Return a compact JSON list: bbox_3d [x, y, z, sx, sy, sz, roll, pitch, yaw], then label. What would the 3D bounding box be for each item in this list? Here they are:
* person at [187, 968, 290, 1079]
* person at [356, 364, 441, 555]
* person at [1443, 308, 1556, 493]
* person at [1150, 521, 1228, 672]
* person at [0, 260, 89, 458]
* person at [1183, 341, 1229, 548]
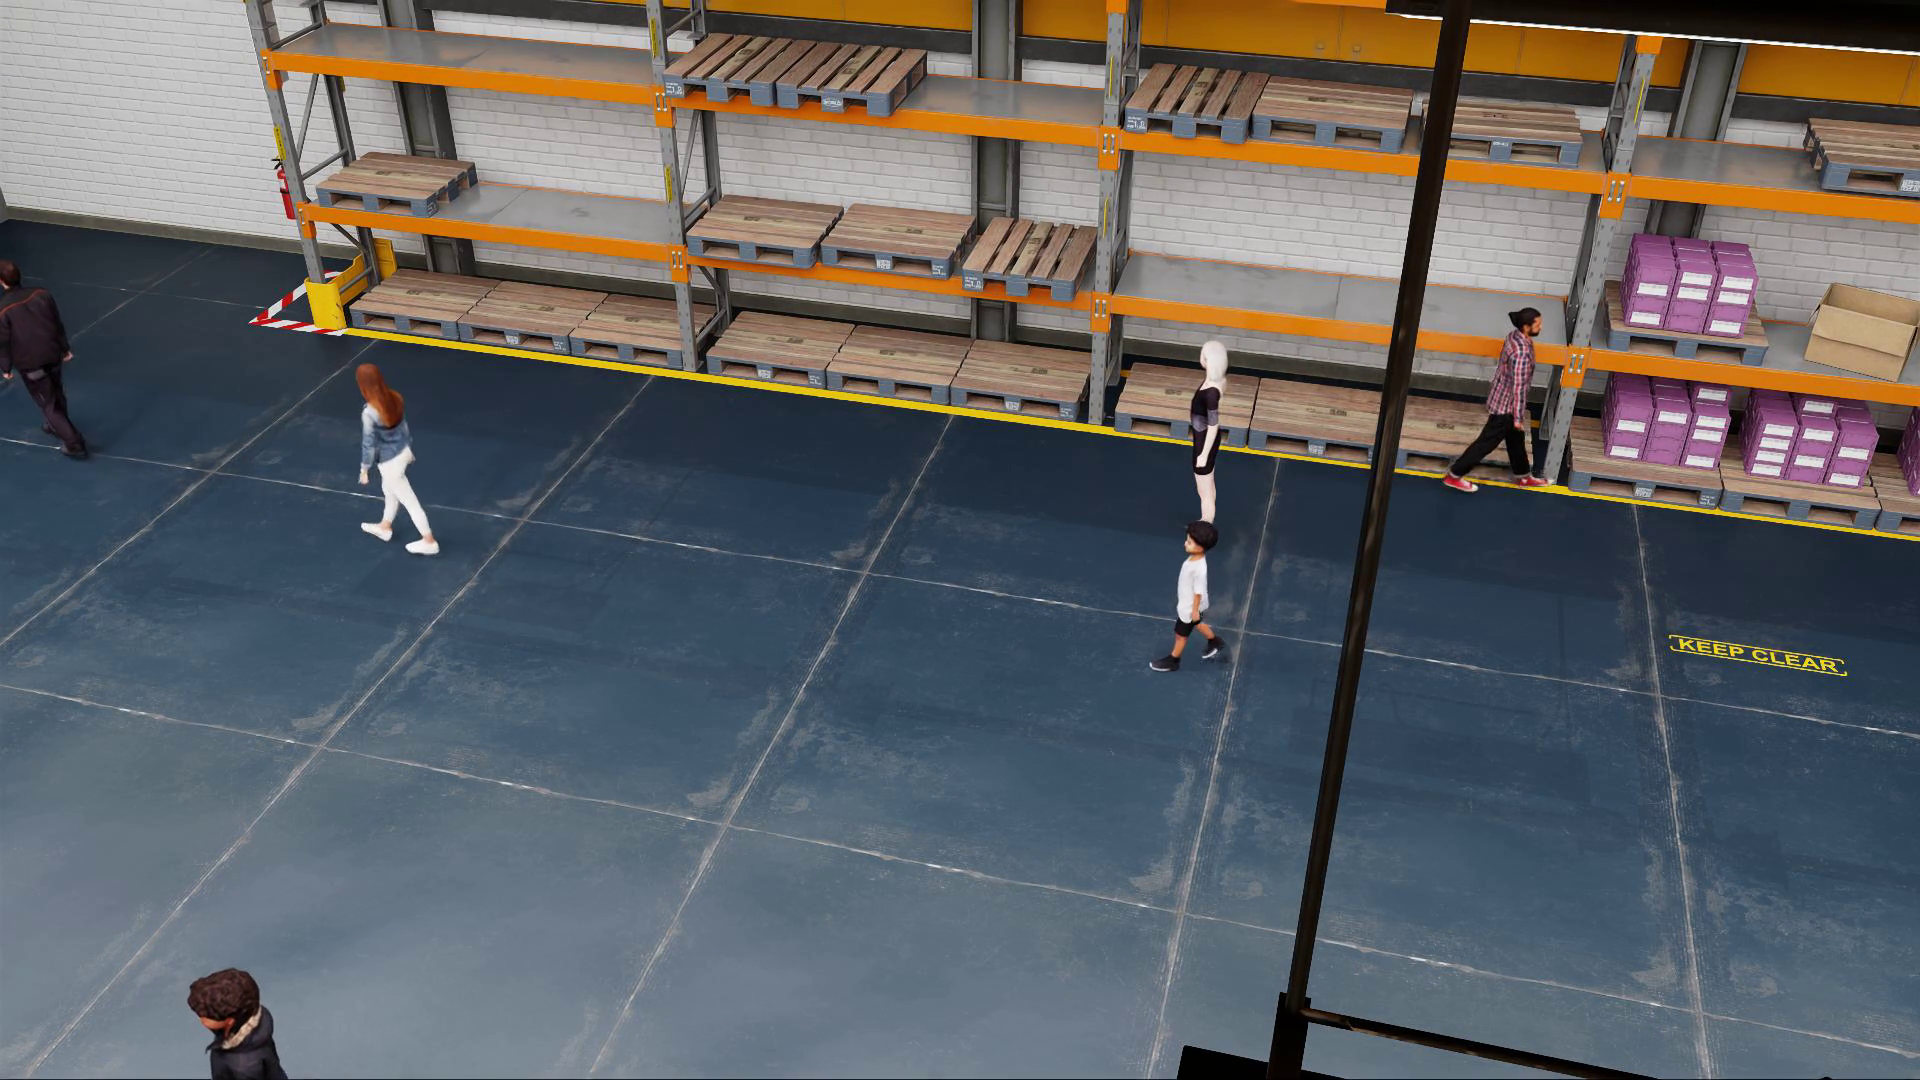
[{"bbox_3d":[-3.339,2.701,8.005,0.814,1.776,0.765,-12,36,-18],"label":"person"},{"bbox_3d":[-4.362,-0.600,13.061,0.955,1.677,0.694,5,34,8],"label":"person"},{"bbox_3d":[4.459,-1.120,13.804,1.158,1.719,0.743,6,34,10],"label":"person"},{"bbox_3d":[1.719,0.407,11.934,0.840,1.246,0.621,0,34,0],"label":"person"},{"bbox_3d":[-7.907,-1.529,14.333,1.079,1.816,0.887,17,37,24],"label":"person"},{"bbox_3d":[1.953,-0.752,13.152,0.520,1.829,0.602,6,34,9],"label":"person"}]
